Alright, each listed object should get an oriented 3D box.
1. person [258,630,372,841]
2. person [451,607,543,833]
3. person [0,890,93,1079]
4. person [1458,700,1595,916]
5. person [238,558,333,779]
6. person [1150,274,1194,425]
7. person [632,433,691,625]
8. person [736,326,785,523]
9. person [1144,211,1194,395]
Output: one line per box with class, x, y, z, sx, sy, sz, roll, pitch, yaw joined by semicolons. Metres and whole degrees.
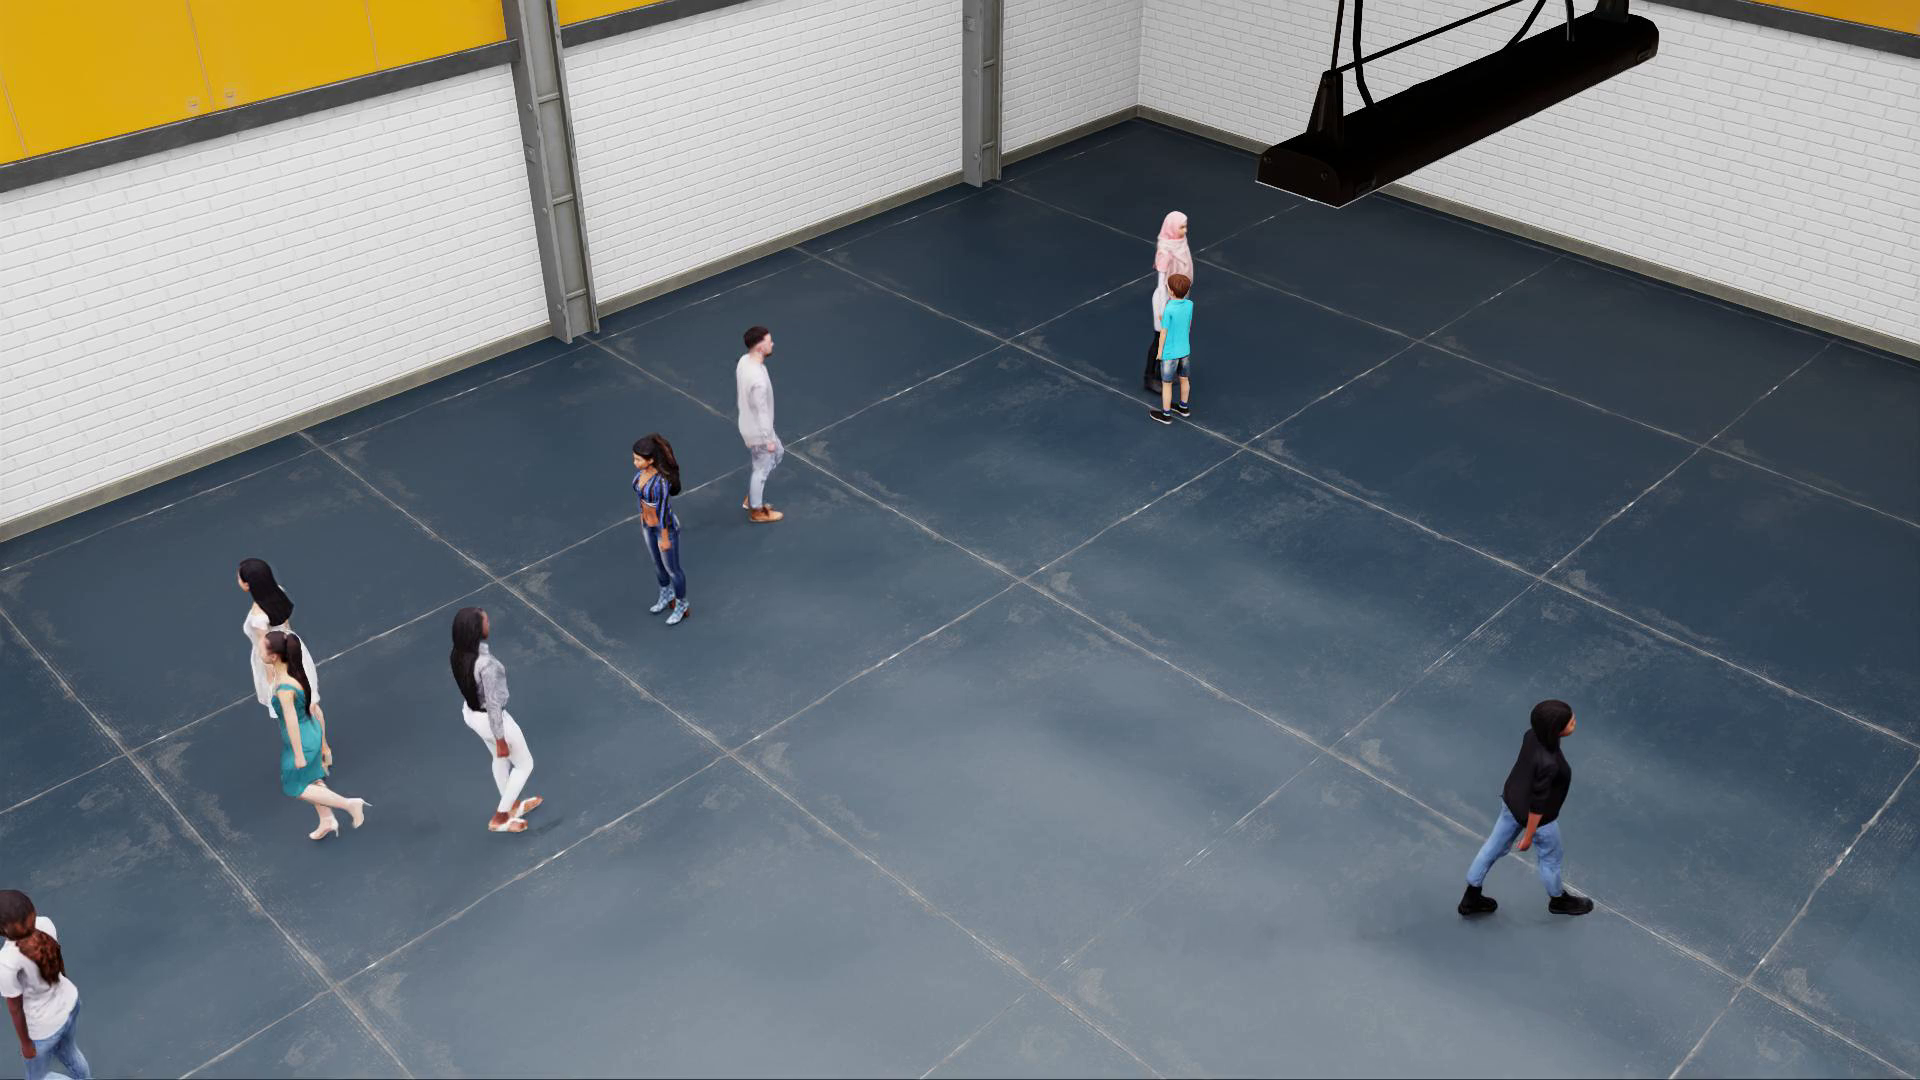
person;-4.091;1.272;10.540;0.824;1.673;0.746;-7;34;-11
person;-2.994;1.184;10.633;0.682;1.714;0.662;-28;43;-36
person;-4.679;2.493;8.665;0.878;1.714;0.825;2;34;3
person;3.311;1.655;9.968;1.097;1.667;0.984;-4;34;-5
person;-4.497;0.869;11.054;0.834;1.773;0.772;1;34;1
person;1.995;-1.776;15.328;0.445;1.447;0.595;-23;40;-31
person;-2.275;-0.094;12.637;0.551;1.625;0.609;-26;42;-34
person;-1.738;-0.917;13.697;0.811;1.821;0.821;-10;35;-14
person;1.963;-2.253;15.727;0.722;1.800;0.573;21;39;28
